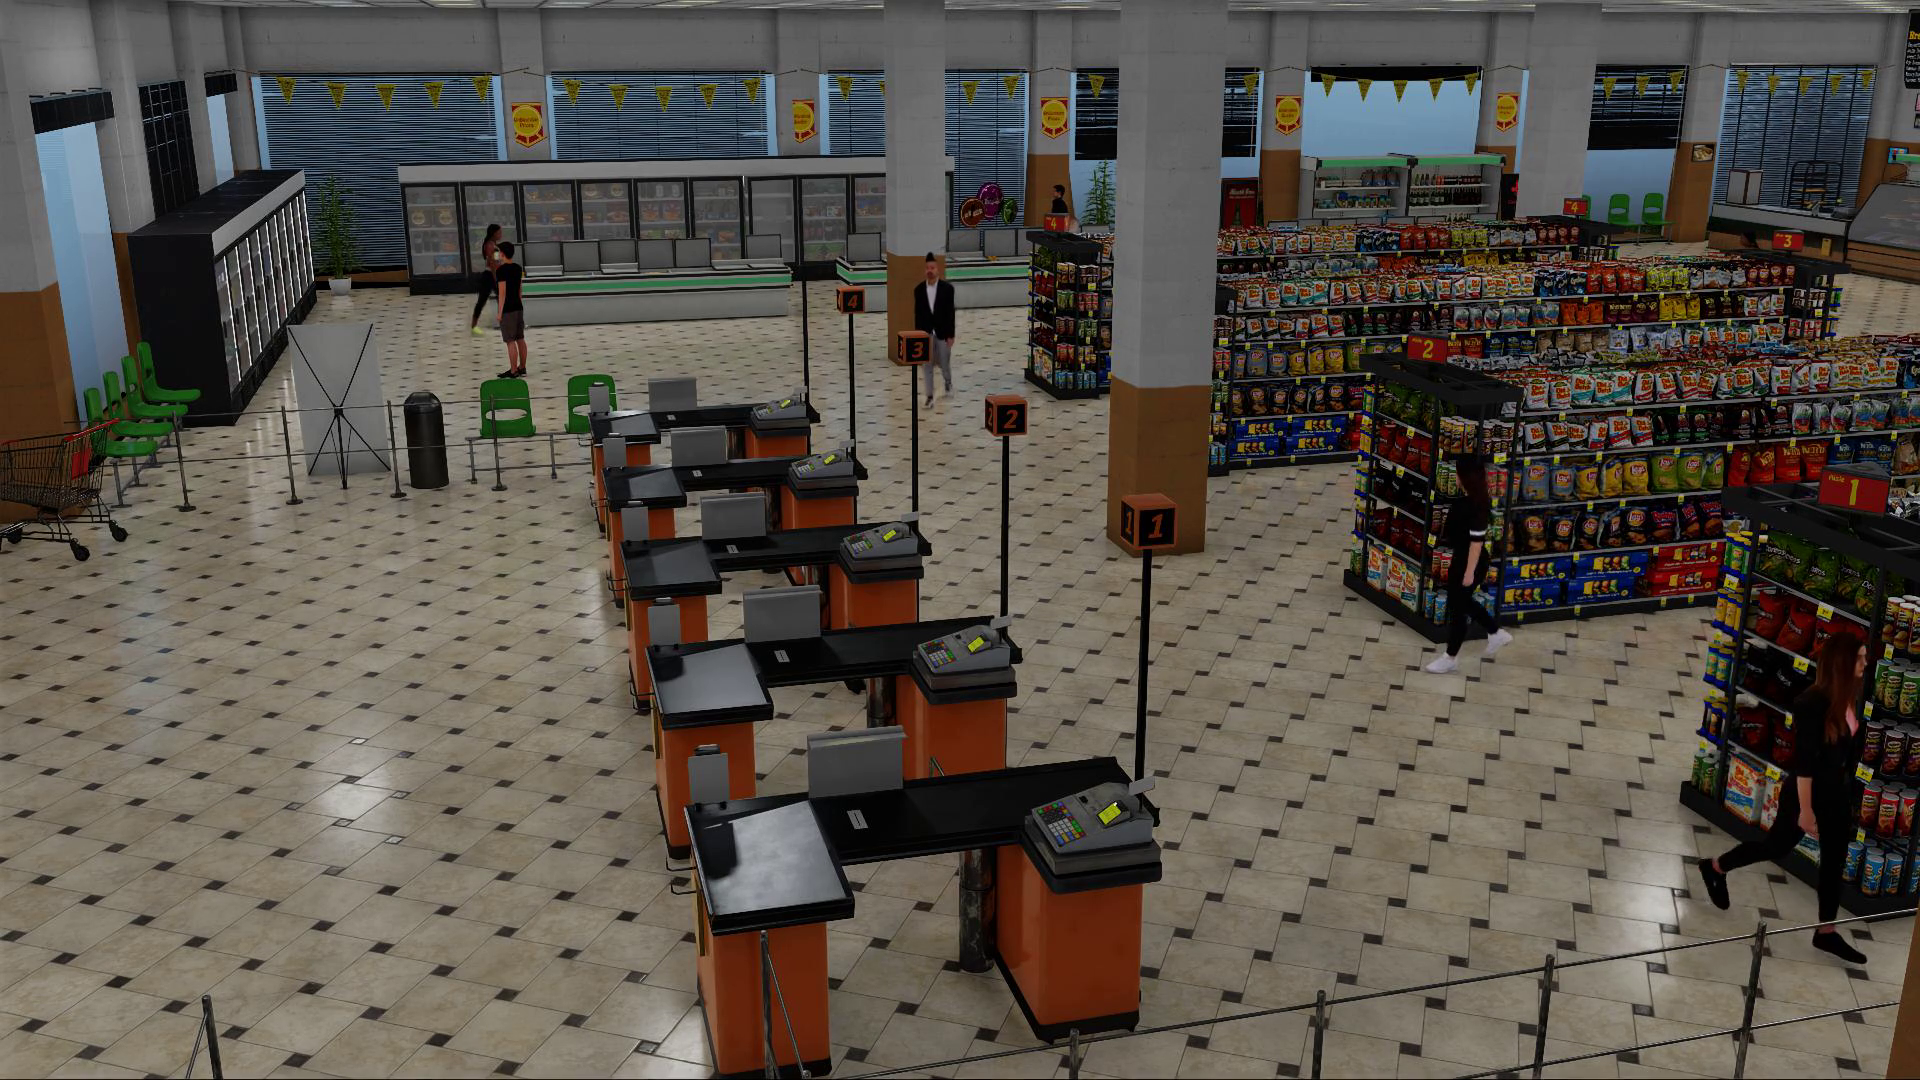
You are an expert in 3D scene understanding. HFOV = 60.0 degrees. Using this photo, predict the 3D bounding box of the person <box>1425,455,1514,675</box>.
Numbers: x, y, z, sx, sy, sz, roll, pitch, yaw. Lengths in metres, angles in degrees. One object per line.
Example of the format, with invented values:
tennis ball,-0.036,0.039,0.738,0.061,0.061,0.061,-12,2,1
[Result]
person,3.781,0.174,12.194,0.949,1.621,0.777,0,17,-1

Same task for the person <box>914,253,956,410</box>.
person,-0.277,-2.636,20.923,1.141,1.928,1.067,4,17,13

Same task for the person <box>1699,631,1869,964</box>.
person,4.267,1.263,8.499,1.121,1.685,0.854,-9,19,-28

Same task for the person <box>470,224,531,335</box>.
person,-7.362,-4.003,25.825,1.268,1.695,0.942,3,17,10

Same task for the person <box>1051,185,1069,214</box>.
person,1.892,-5.789,31.458,0.612,1.840,0.733,-2,17,-6

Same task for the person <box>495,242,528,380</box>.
person,-6.123,-3.139,22.691,0.782,1.862,0.764,6,18,18
